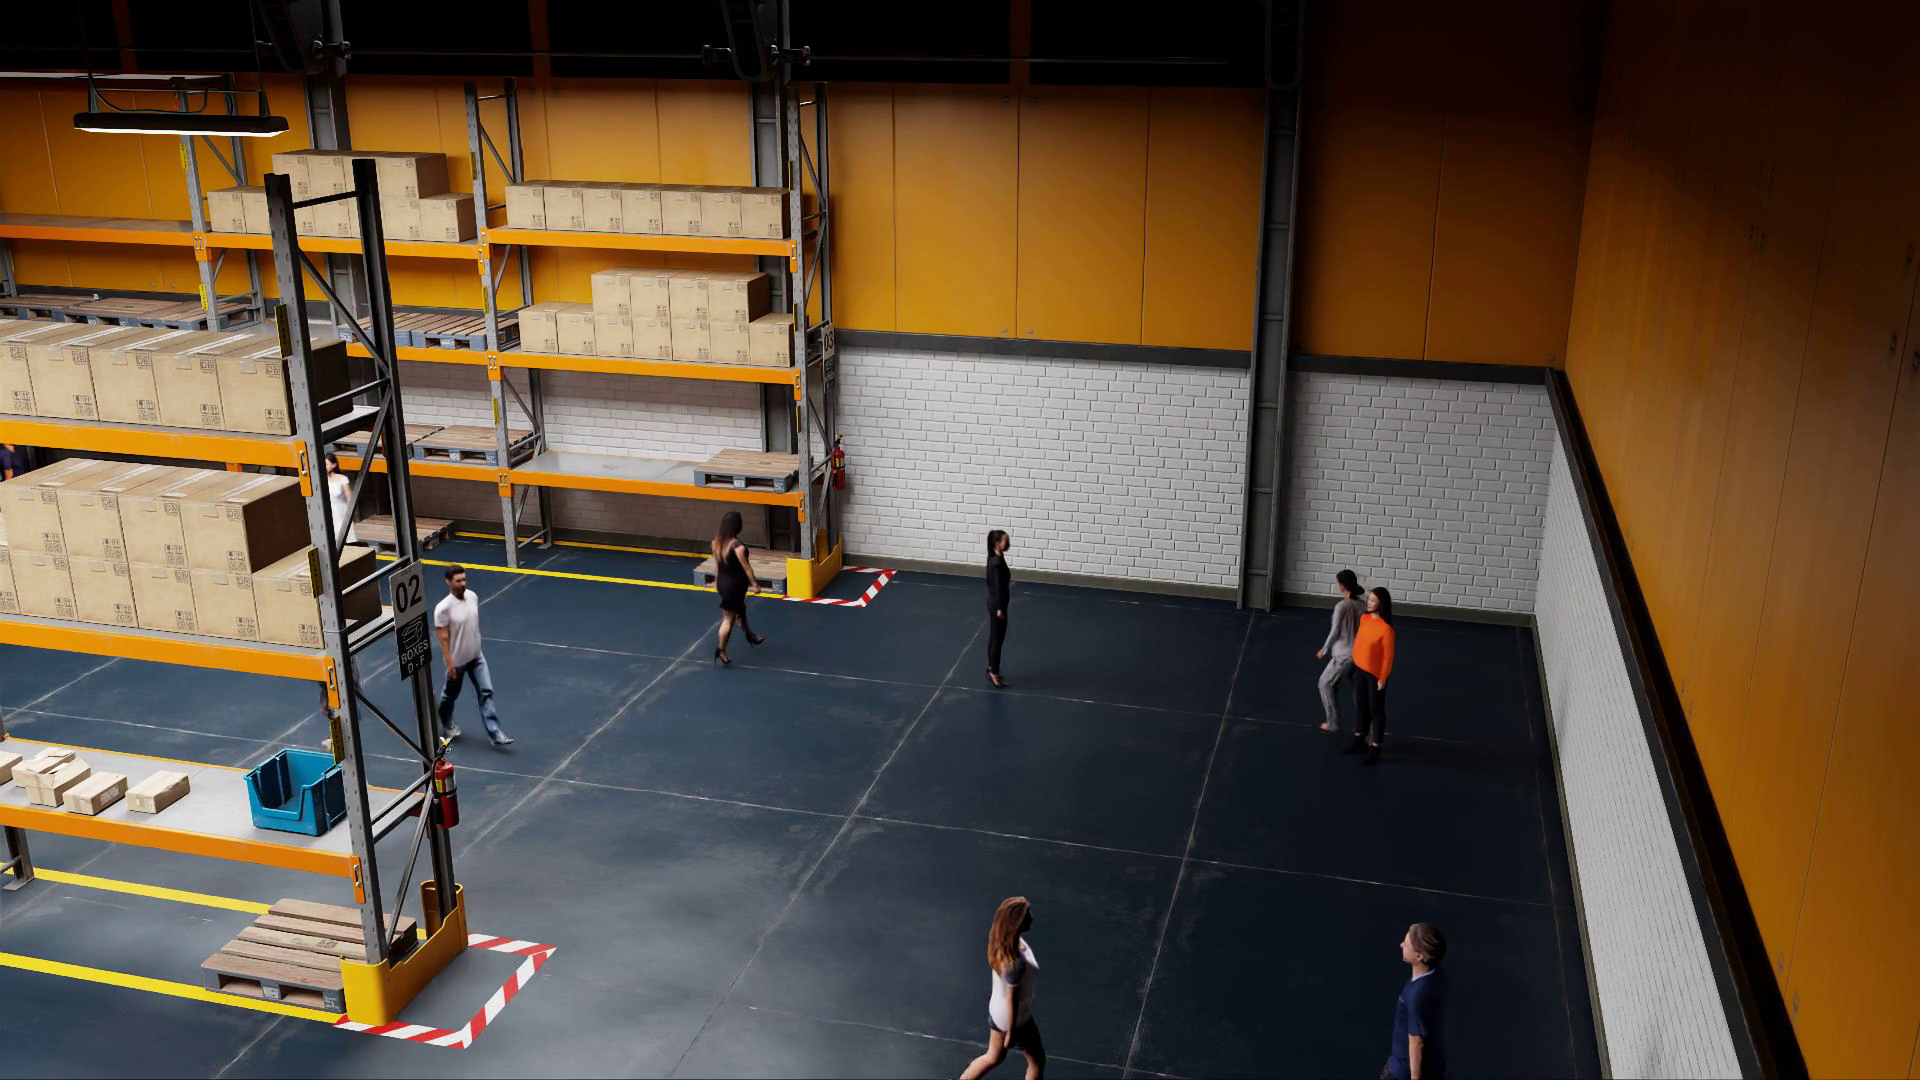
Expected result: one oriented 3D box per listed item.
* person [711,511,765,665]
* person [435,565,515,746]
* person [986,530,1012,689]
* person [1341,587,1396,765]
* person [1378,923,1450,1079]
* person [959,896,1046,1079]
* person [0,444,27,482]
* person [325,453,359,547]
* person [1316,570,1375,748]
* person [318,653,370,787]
[{"bbox_3d":[-2.530,0.554,18.008,1.017,1.686,1.025,-16,24,-39],"label":"person"},{"bbox_3d":[-4.870,1.123,16.115,1.284,1.816,0.984,13,23,35],"label":"person"},{"bbox_3d":[0.404,0.711,17.503,0.563,1.710,0.619,0,19,-1],"label":"person"},{"bbox_3d":[3.918,1.265,15.799,0.748,1.748,0.707,-8,20,-23],"label":"person"},{"bbox_3d":[2.827,3.192,9.980,1.273,1.811,0.890,10,21,28],"label":"person"},{"bbox_3d":[0.240,3.044,10.603,1.153,1.694,0.939,-5,19,-14],"label":"person"},{"bbox_3d":[-12.103,-0.610,21.300,0.734,1.790,0.721,-7,20,-20],"label":"person"},{"bbox_3d":[-7.531,-0.200,20.111,0.607,1.773,0.736,2,19,7],"label":"person"},{"bbox_3d":[3.798,1.187,16.061,0.875,1.729,0.954,-10,21,-27],"label":"person"},{"bbox_3d":[-5.693,1.448,15.204,1.068,1.781,0.847,14,23,36],"label":"person"}]
